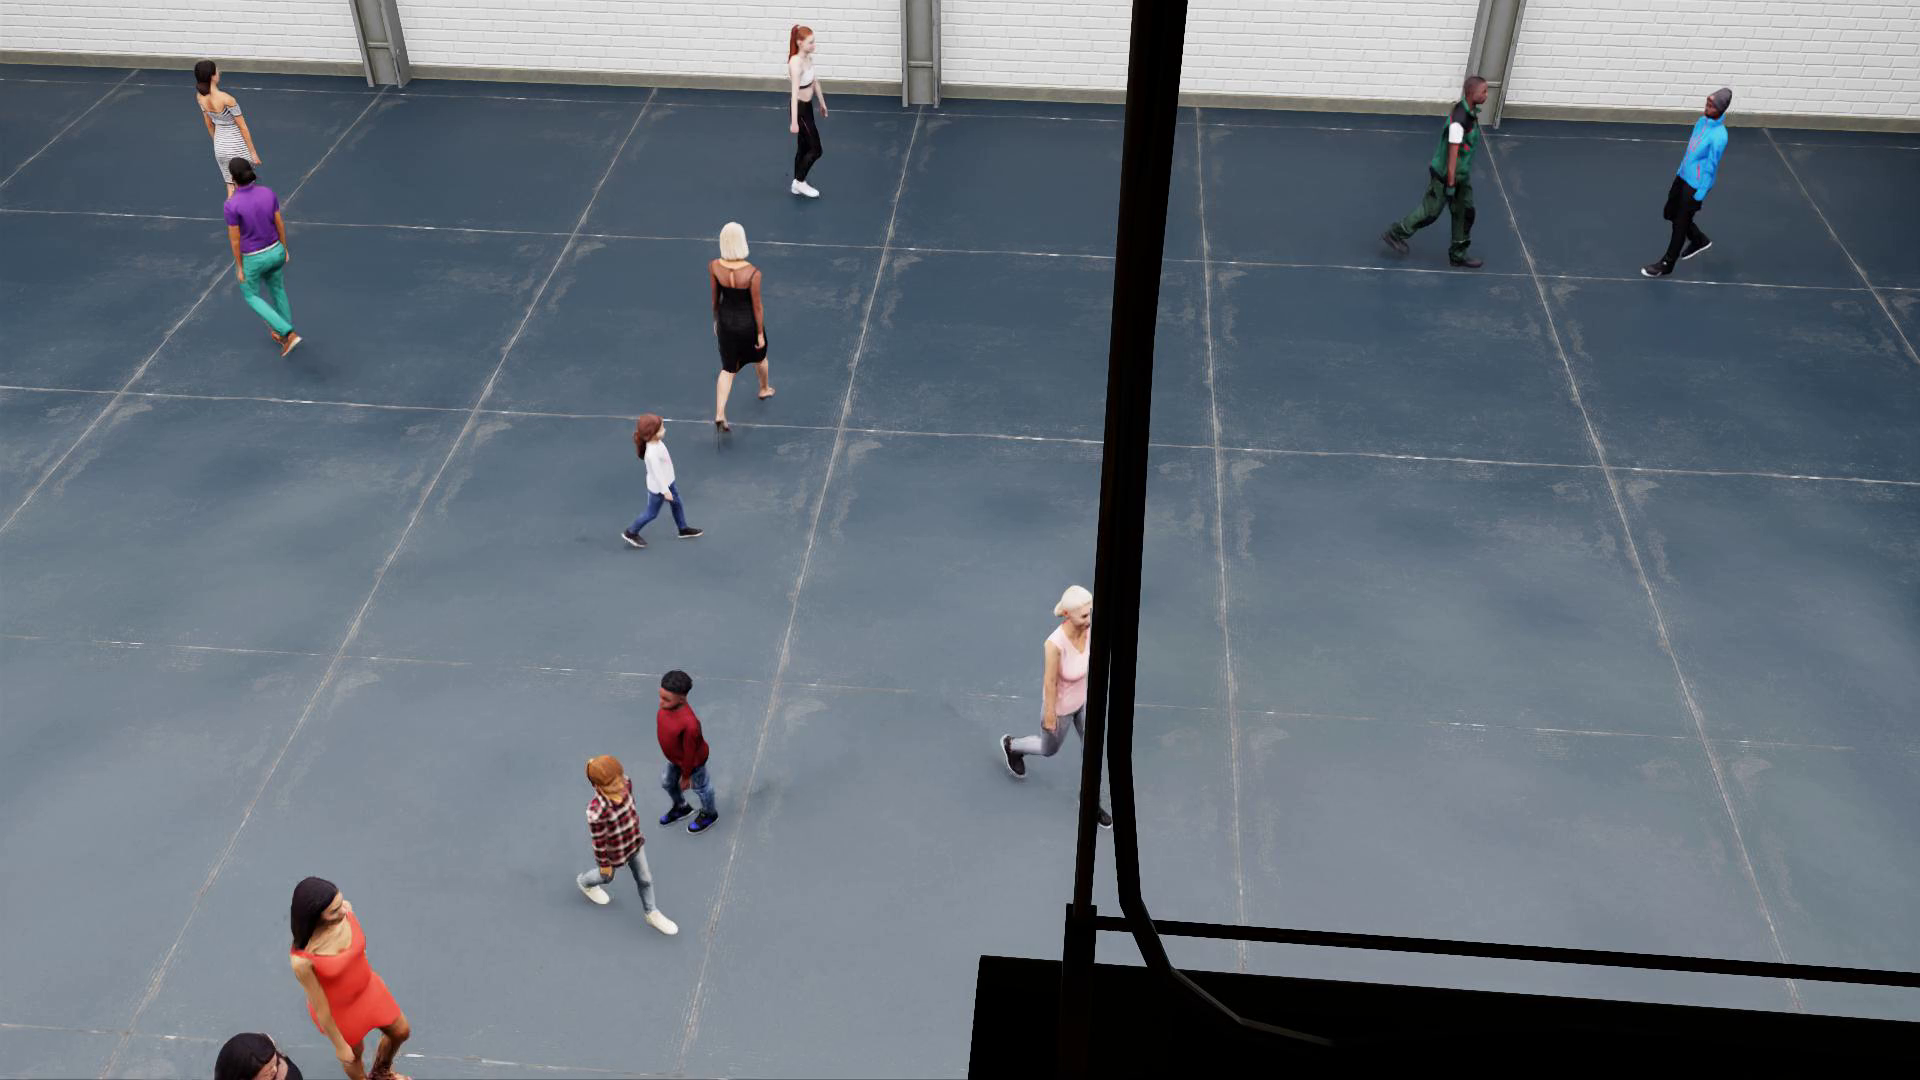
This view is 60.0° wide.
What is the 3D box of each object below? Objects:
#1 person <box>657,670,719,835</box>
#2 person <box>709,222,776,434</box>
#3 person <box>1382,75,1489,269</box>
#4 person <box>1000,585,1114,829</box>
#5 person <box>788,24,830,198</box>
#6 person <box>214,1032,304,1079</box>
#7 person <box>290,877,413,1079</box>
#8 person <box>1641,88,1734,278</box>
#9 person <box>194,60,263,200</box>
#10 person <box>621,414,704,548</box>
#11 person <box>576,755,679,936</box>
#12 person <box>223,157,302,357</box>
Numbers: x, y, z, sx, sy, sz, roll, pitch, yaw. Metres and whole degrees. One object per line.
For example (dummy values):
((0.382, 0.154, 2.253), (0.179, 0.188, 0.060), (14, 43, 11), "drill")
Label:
((-1.540, 1.216, 9.701), (0.668, 1.241, 0.609), (-27, 46, -29), "person")
((-1.741, -1.595, 12.848), (1.066, 1.707, 0.797), (9, 40, 12), "person")
((4.303, -3.284, 14.885), (1.292, 1.804, 1.033), (16, 41, 19), "person")
((0.569, 0.906, 9.725), (1.017, 1.697, 1.087), (-28, 46, -31), "person")
((-1.596, -4.101, 15.966), (0.602, 1.732, 0.635), (5, 39, 6), "person")
((-3.164, 2.699, 7.483), (0.806, 1.692, 0.719), (3, 39, 4), "person")
((-3.051, 2.218, 8.076), (0.671, 1.705, 0.669), (16, 41, 19), "person")
((6.577, -3.158, 14.744), (0.915, 1.784, 0.715), (-3, 39, -4), "person")
((-6.617, -3.493, 15.133), (0.559, 1.822, 0.705), (13, 40, 16), "person")
((-2.201, -0.410, 11.857), (0.800, 1.093, 0.483), (1, 39, 1), "person")
((-1.938, 1.634, 9.144), (0.982, 1.284, 0.785), (22, 44, 25), "person")
((-5.702, -2.293, 13.681), (0.966, 1.760, 0.869), (25, 45, 28), "person")
